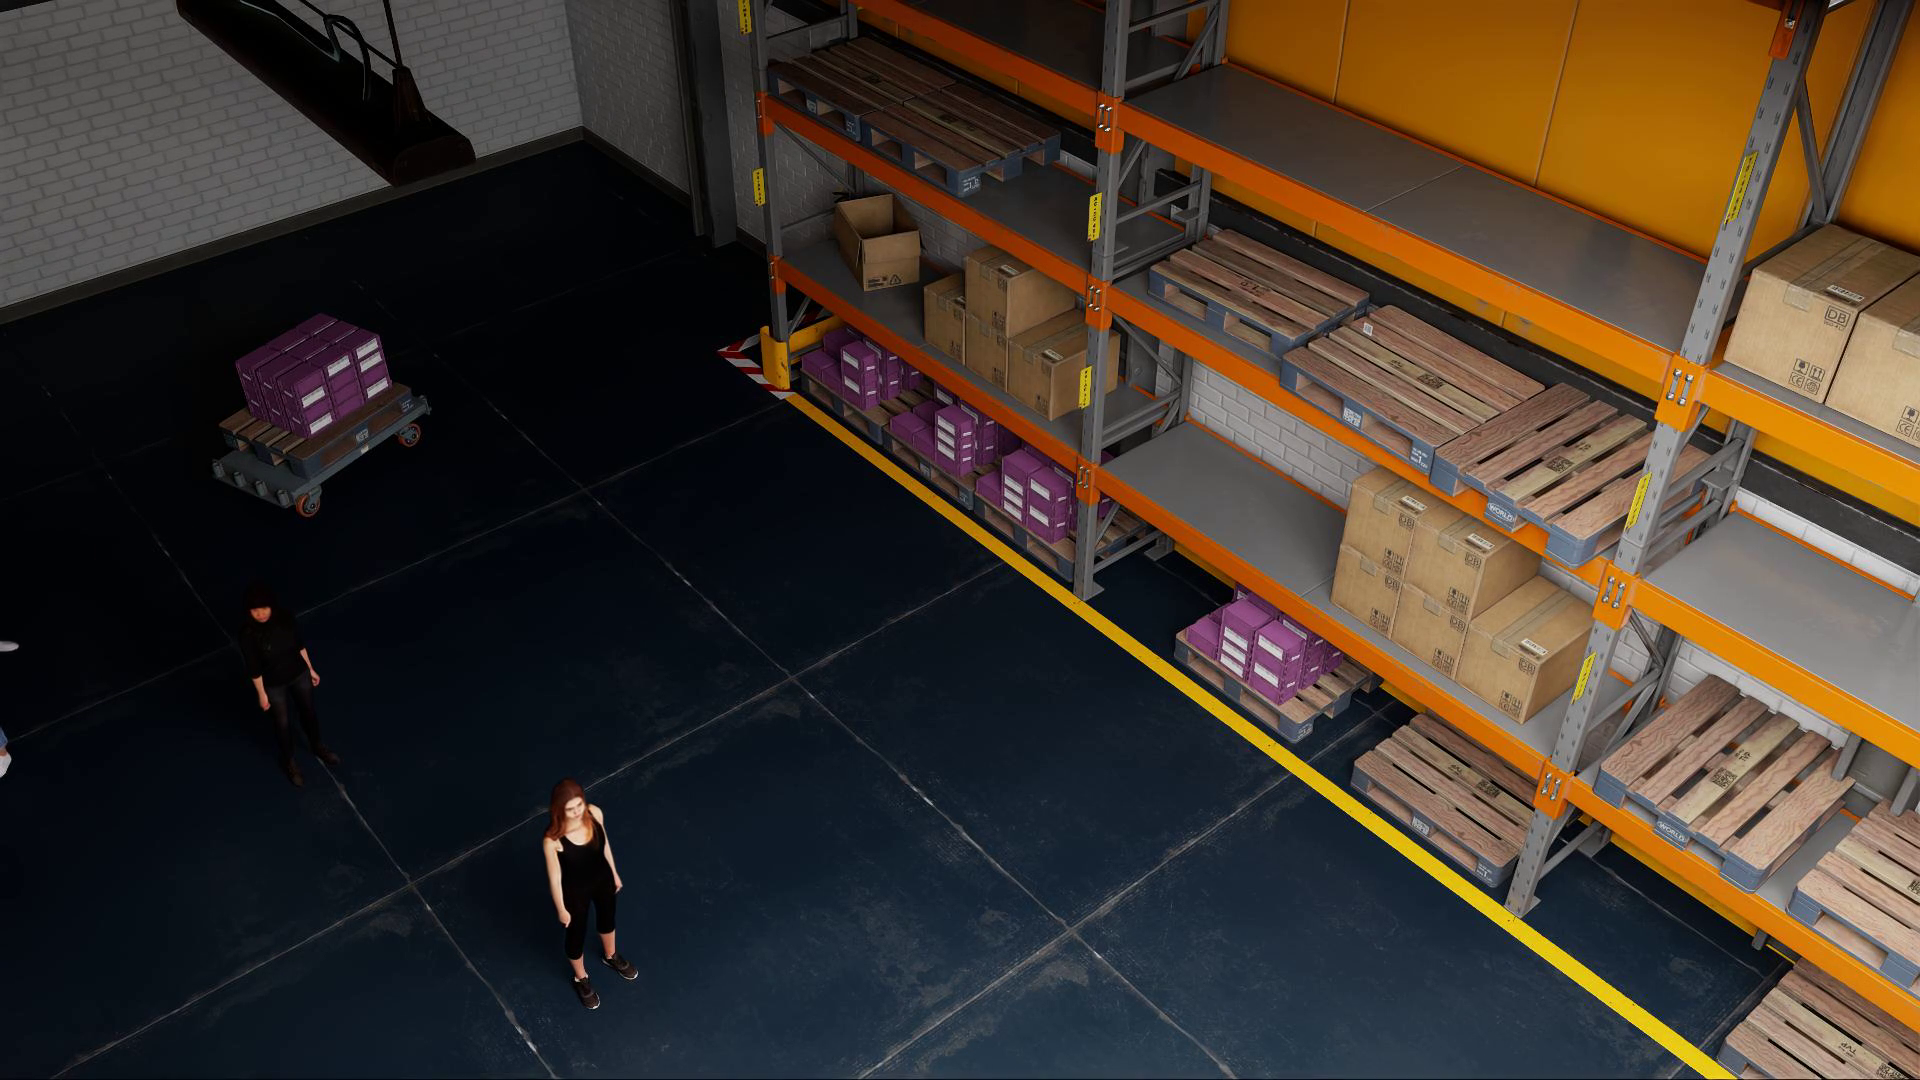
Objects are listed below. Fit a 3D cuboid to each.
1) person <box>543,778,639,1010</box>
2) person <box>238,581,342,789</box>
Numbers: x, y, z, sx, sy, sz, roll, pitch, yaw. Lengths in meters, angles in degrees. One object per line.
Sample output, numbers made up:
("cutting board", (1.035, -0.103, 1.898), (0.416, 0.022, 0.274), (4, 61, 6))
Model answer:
("person", (-2.159, 1.992, 9.597), (0.537, 1.725, 0.597), (31, 48, 33))
("person", (-4.485, 0.913, 11.015), (0.541, 1.641, 0.593), (30, 47, 32))
